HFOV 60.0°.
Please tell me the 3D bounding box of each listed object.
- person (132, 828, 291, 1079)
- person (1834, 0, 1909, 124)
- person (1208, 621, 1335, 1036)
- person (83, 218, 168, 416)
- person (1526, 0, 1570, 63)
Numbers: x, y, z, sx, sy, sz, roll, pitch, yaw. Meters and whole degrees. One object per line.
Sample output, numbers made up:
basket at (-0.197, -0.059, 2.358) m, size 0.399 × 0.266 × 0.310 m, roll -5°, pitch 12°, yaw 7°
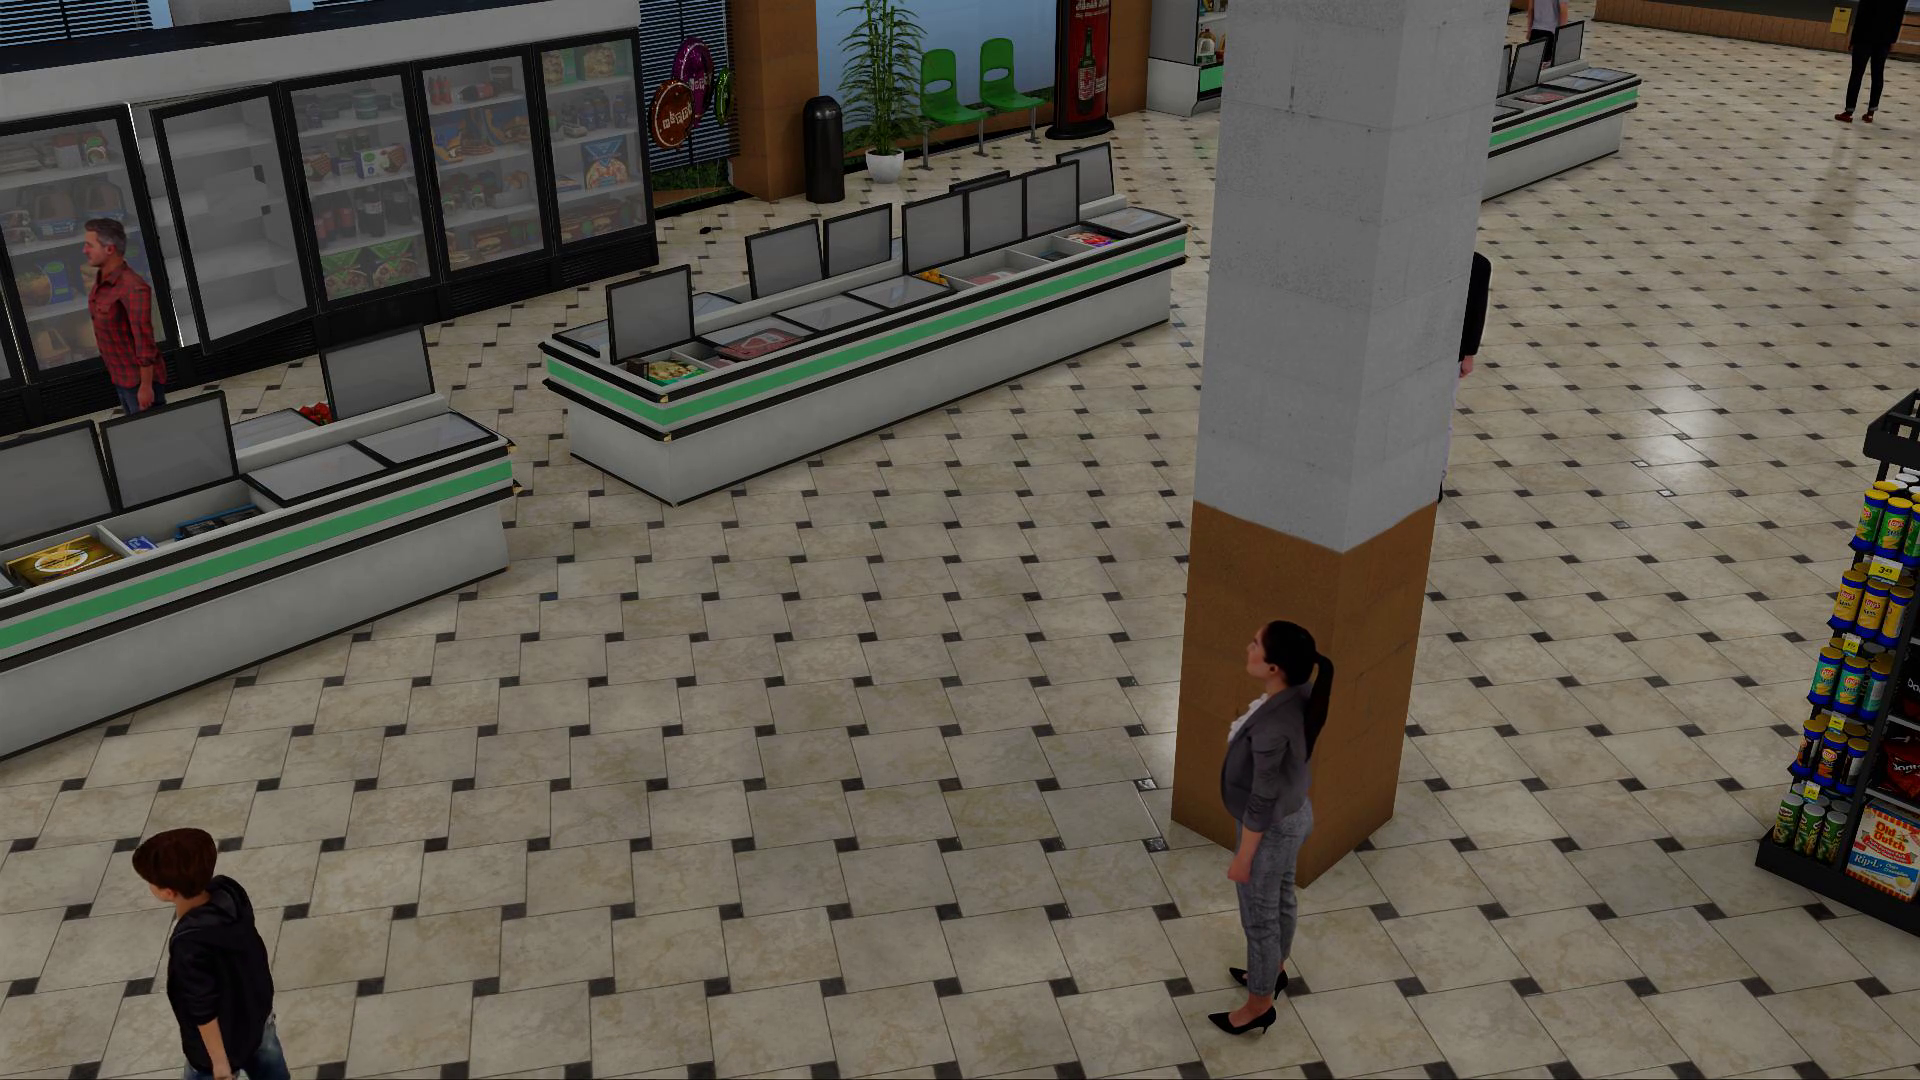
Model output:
person at (-2.210, 1.517, 5.167) m, size 0.954 × 1.419 × 0.910 m, roll 1°, pitch 27°, yaw 1°
person at (10.391, -5.678, 18.915) m, size 0.785 × 1.818 × 0.826 m, roll 2°, pitch 27°, yaw 4°
person at (1.097, 1.025, 5.852) m, size 0.740 × 1.678 × 0.610 m, roll 14°, pitch 30°, yaw 26°
person at (-4.751, -0.970, 9.616) m, size 0.557 × 1.831 × 0.692 m, roll -22°, pitch 34°, yaw -36°
person at (6.735, -5.819, 19.143) m, size 0.605 × 1.863 × 0.708 m, roll -17°, pitch 32°, yaw -31°
